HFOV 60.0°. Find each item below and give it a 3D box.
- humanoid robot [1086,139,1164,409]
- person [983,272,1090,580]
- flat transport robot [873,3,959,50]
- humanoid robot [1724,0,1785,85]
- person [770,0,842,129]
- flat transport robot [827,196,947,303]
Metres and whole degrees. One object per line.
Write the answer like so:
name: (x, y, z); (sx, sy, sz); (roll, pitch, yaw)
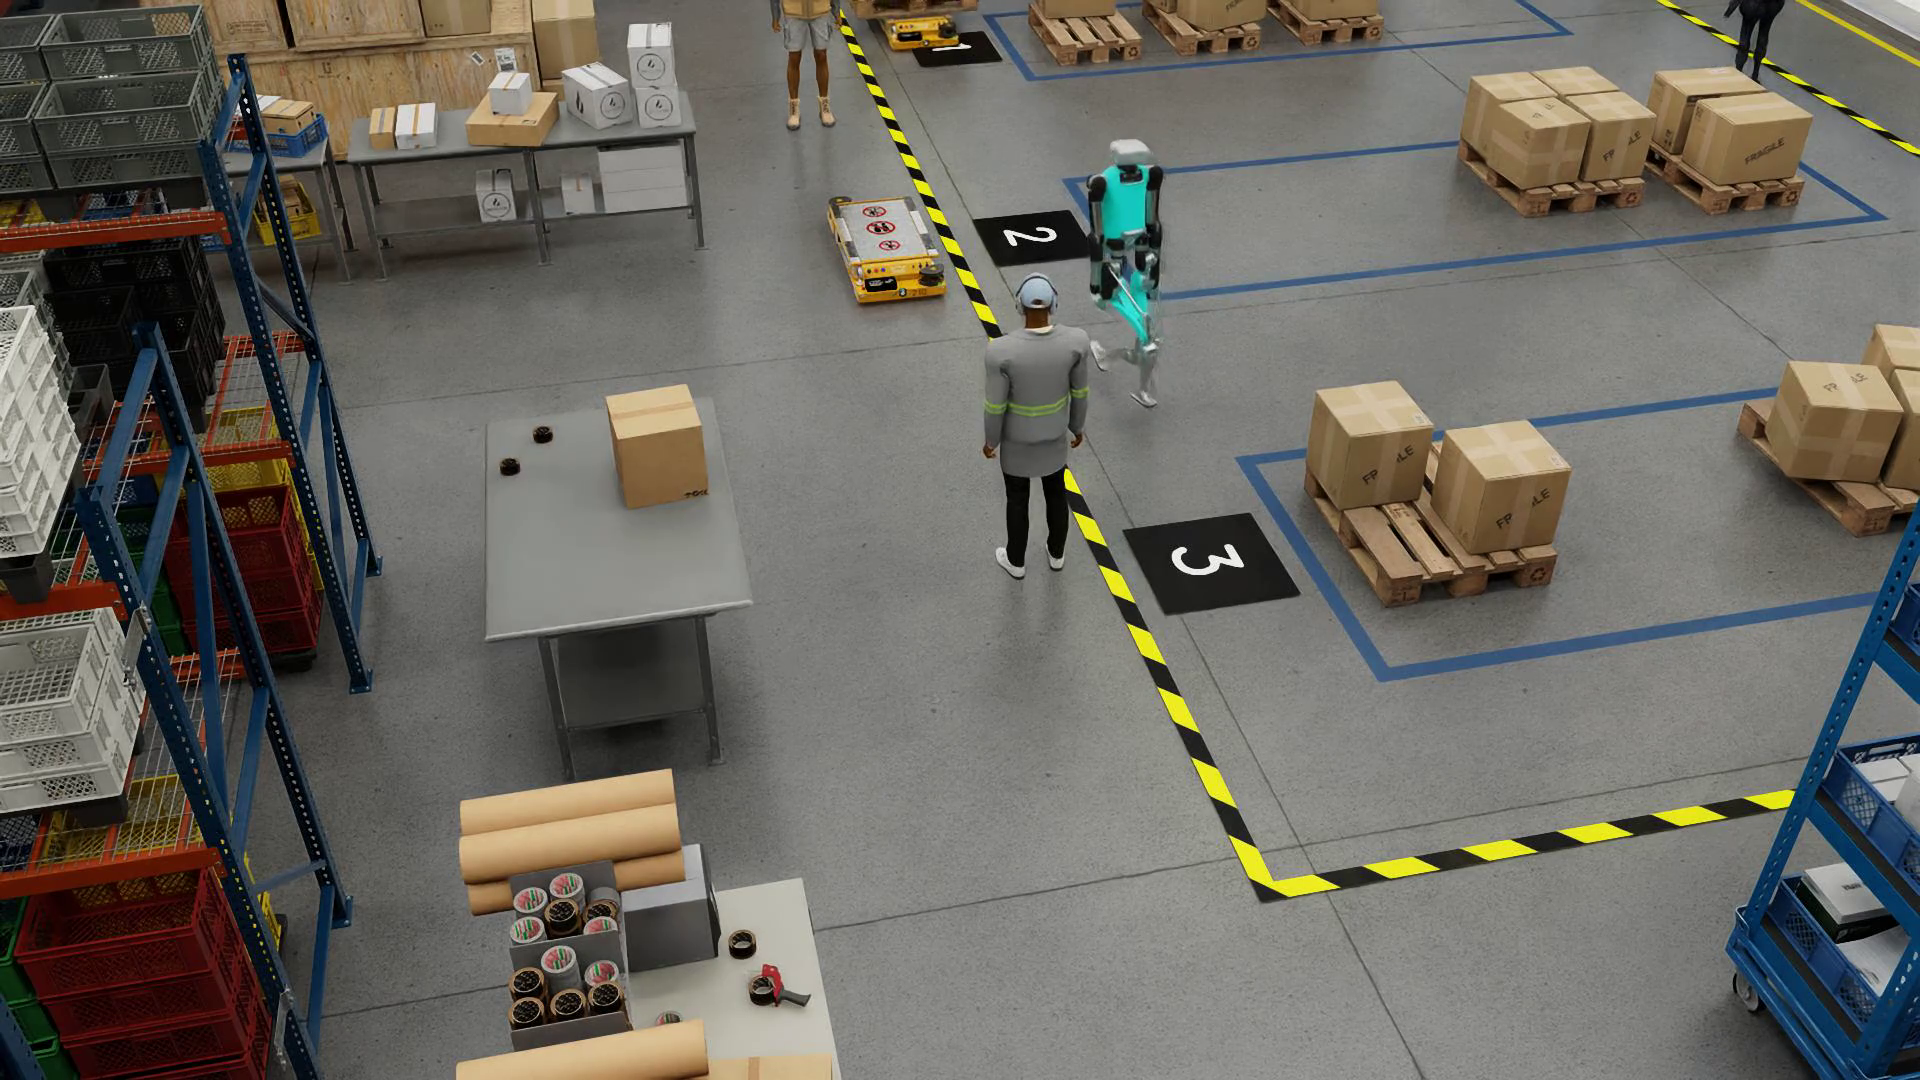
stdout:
humanoid robot: (1.136, -1.591, 10.478); (0.554, 1.728, 1.056); (-18, 40, -22)
person: (0.397, -0.617, 9.057); (0.596, 1.849, 0.394); (-10, 38, -13)
flat transport robot: (-0.483, -5.248, 16.584); (0.652, 0.197, 1.431); (-8, 37, -10)
humanoid robot: (7.197, -4.893, 14.937); (0.599, 1.657, 0.315); (-15, 39, -19)
person: (-1.300, -4.492, 14.109); (0.613, 2.039, 0.389); (-6, 37, -8)
flat transport robot: (-0.570, -2.220, 12.538); (0.659, 0.231, 1.431); (-8, 37, -10)
